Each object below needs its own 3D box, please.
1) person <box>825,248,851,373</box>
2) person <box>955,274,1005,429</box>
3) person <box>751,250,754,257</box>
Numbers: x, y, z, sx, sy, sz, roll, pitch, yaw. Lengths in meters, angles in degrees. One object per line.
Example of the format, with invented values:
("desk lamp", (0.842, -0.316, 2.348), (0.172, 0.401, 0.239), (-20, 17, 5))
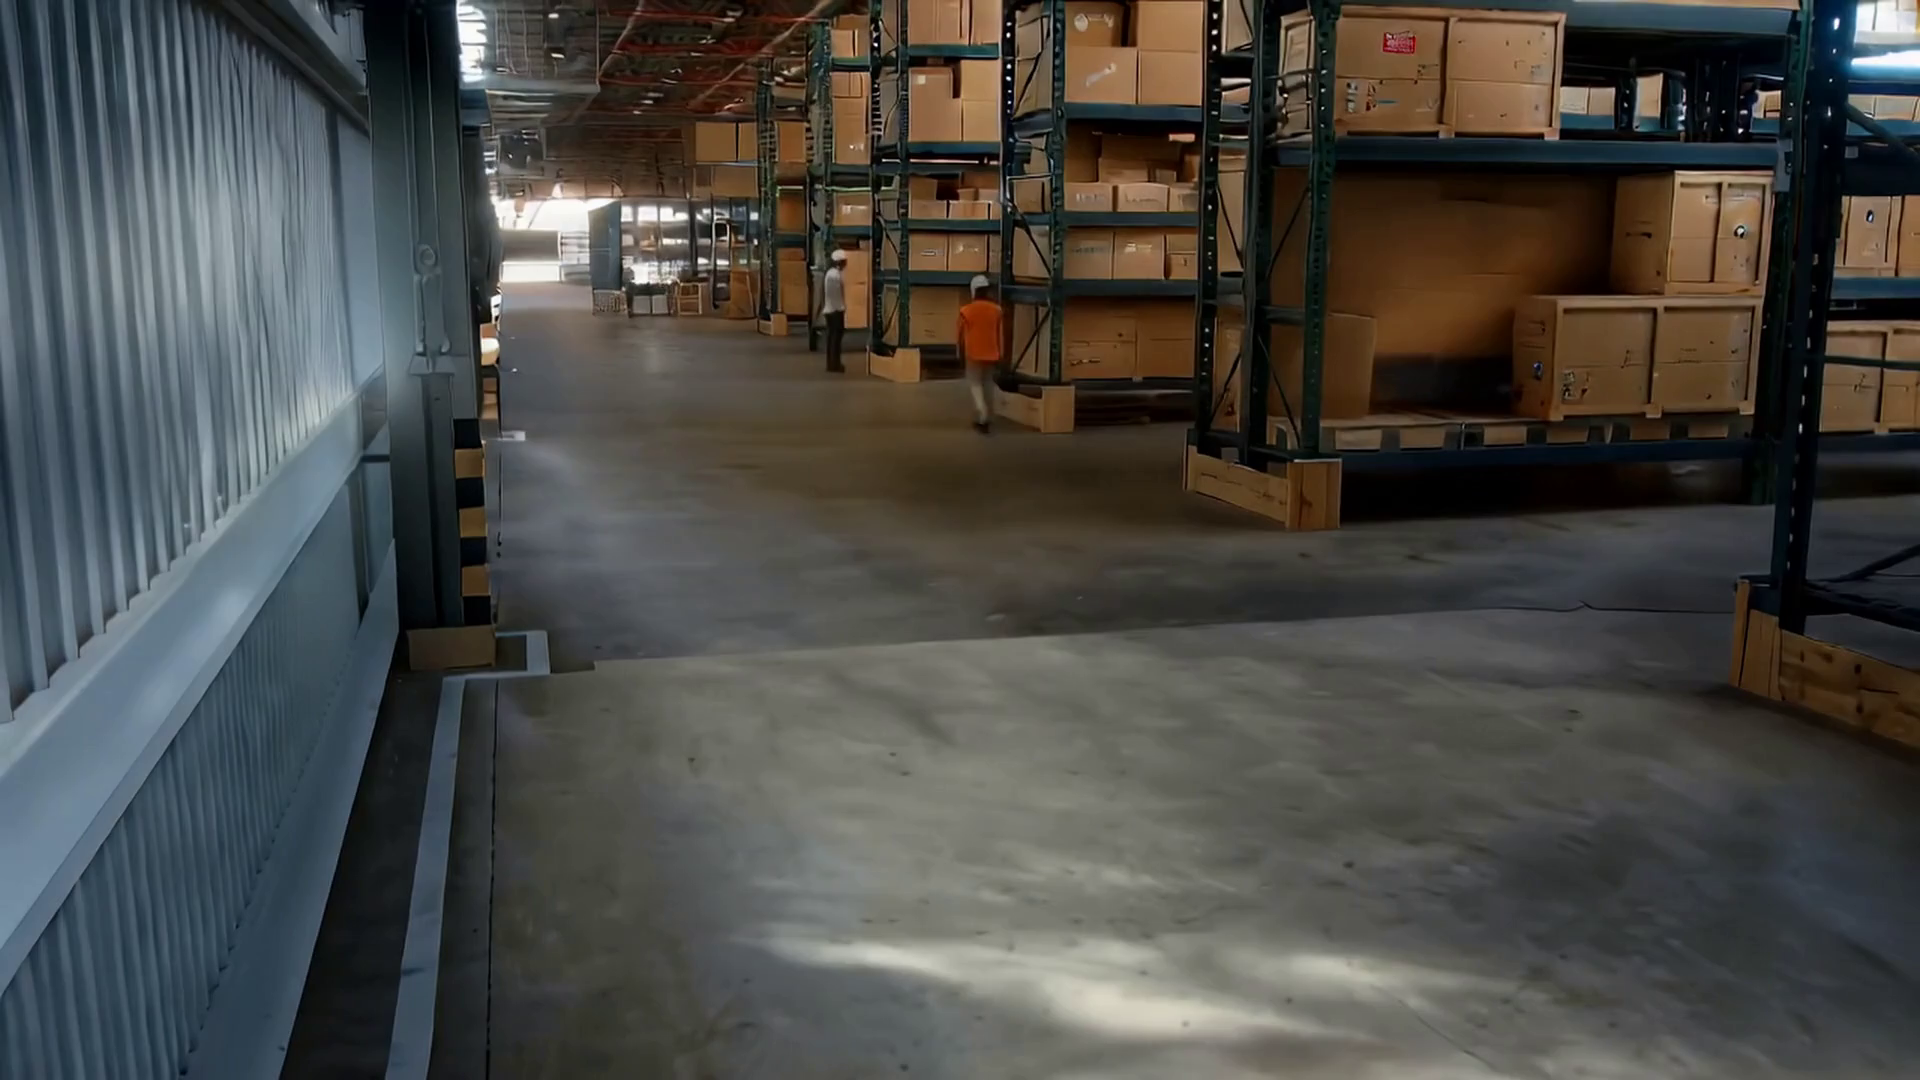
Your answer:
("person", (-1.976, -3.696, 26.814), (0.399, 1.989, 0.623), (-4, 11, -19))
("person", (0.248, -2.062, 18.323), (0.571, 1.727, 0.686), (-3, 11, -18))
("person", (-9.117, -11.898, 73.664), (0.569, 1.849, 0.385), (-2, 10, -14))
